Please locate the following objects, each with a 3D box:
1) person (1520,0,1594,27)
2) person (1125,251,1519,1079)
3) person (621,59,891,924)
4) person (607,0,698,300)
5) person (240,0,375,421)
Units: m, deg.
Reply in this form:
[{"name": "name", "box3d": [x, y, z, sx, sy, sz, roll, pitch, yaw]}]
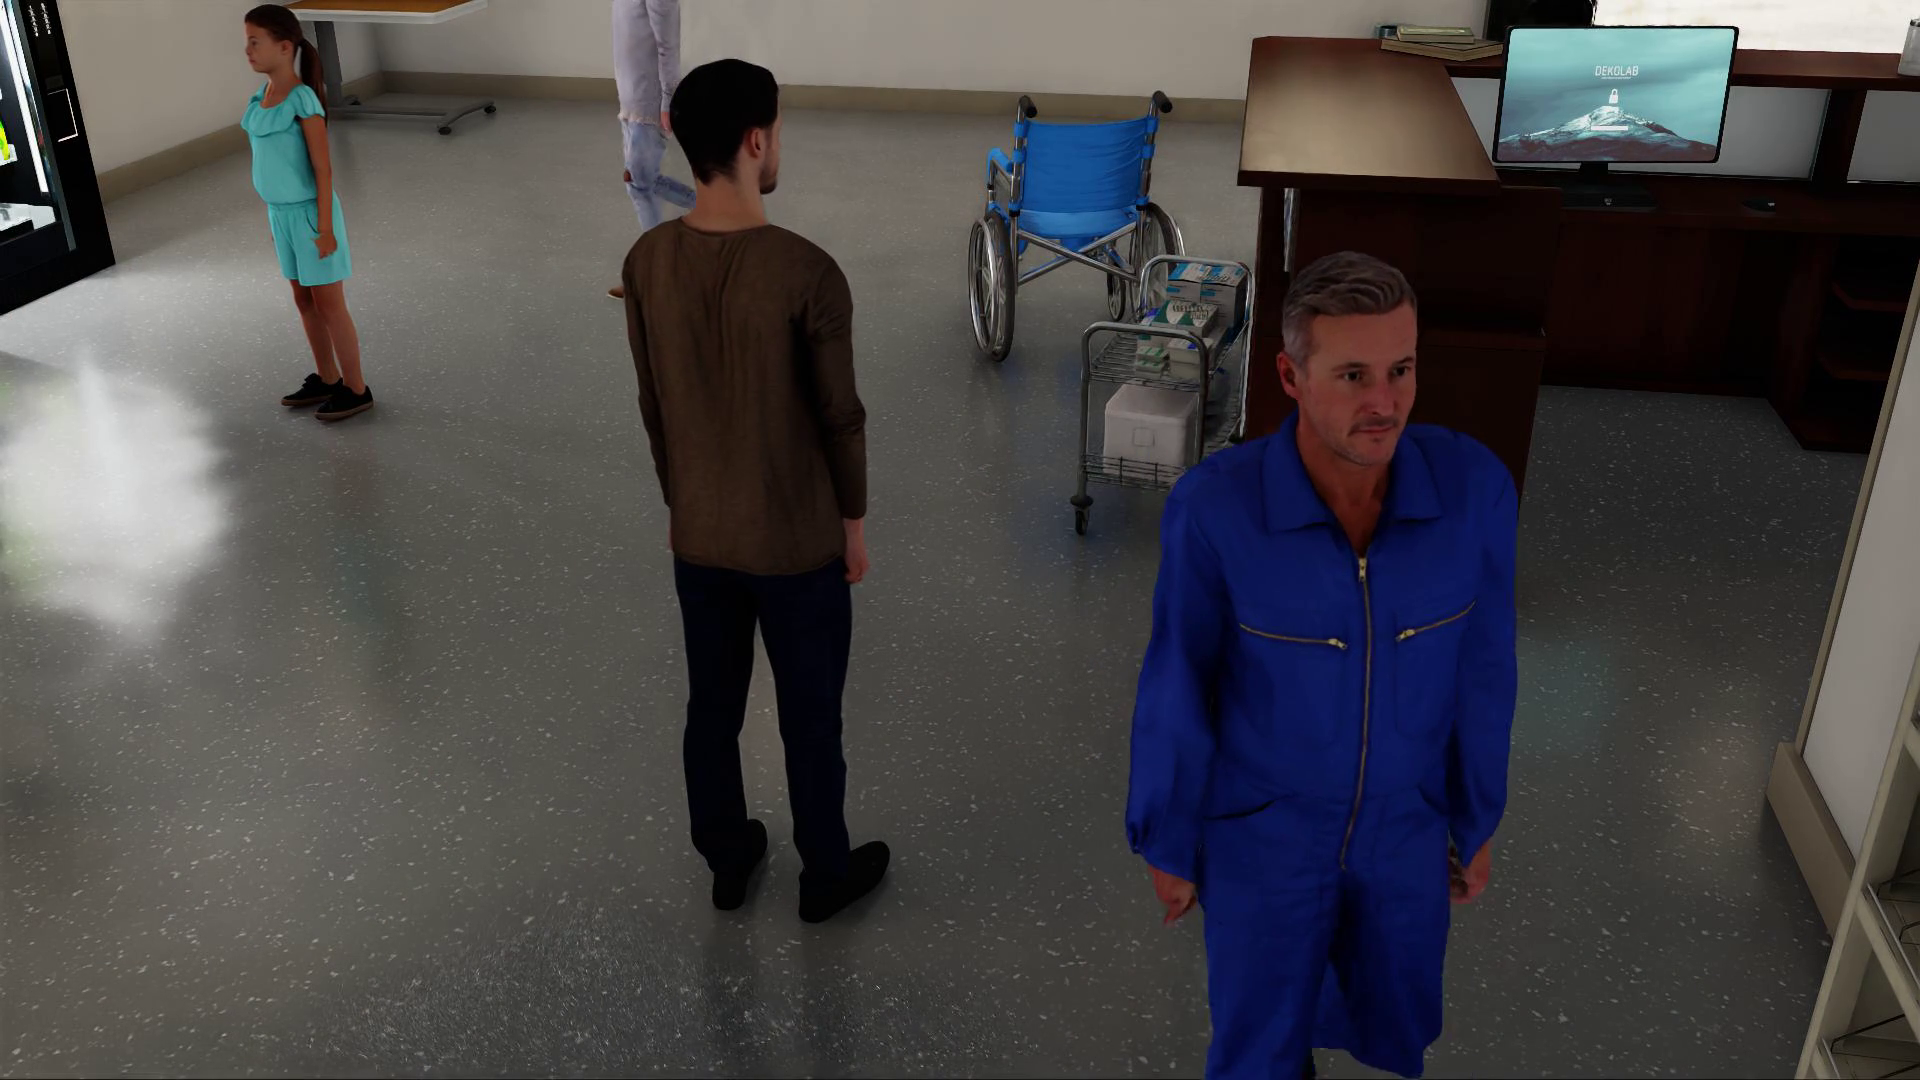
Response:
[{"name": "person", "box3d": [2.766, -1.987, 7.721, 0.767, 1.716, 0.567, 0, 26, 0]}, {"name": "person", "box3d": [0.551, 0.408, 2.643, 0.890, 1.813, 1.020, -2, 26, -5]}, {"name": "person", "box3d": [-0.427, -0.031, 3.470, 0.689, 1.886, 0.632, 9, 27, 19]}, {"name": "person", "box3d": [-1.371, -2.044, 7.713, 1.075, 1.826, 1.038, -14, 29, -27]}, {"name": "person", "box3d": [-2.504, -1.237, 6.348, 0.639, 1.558, 0.670, 20, 32, 36]}]
